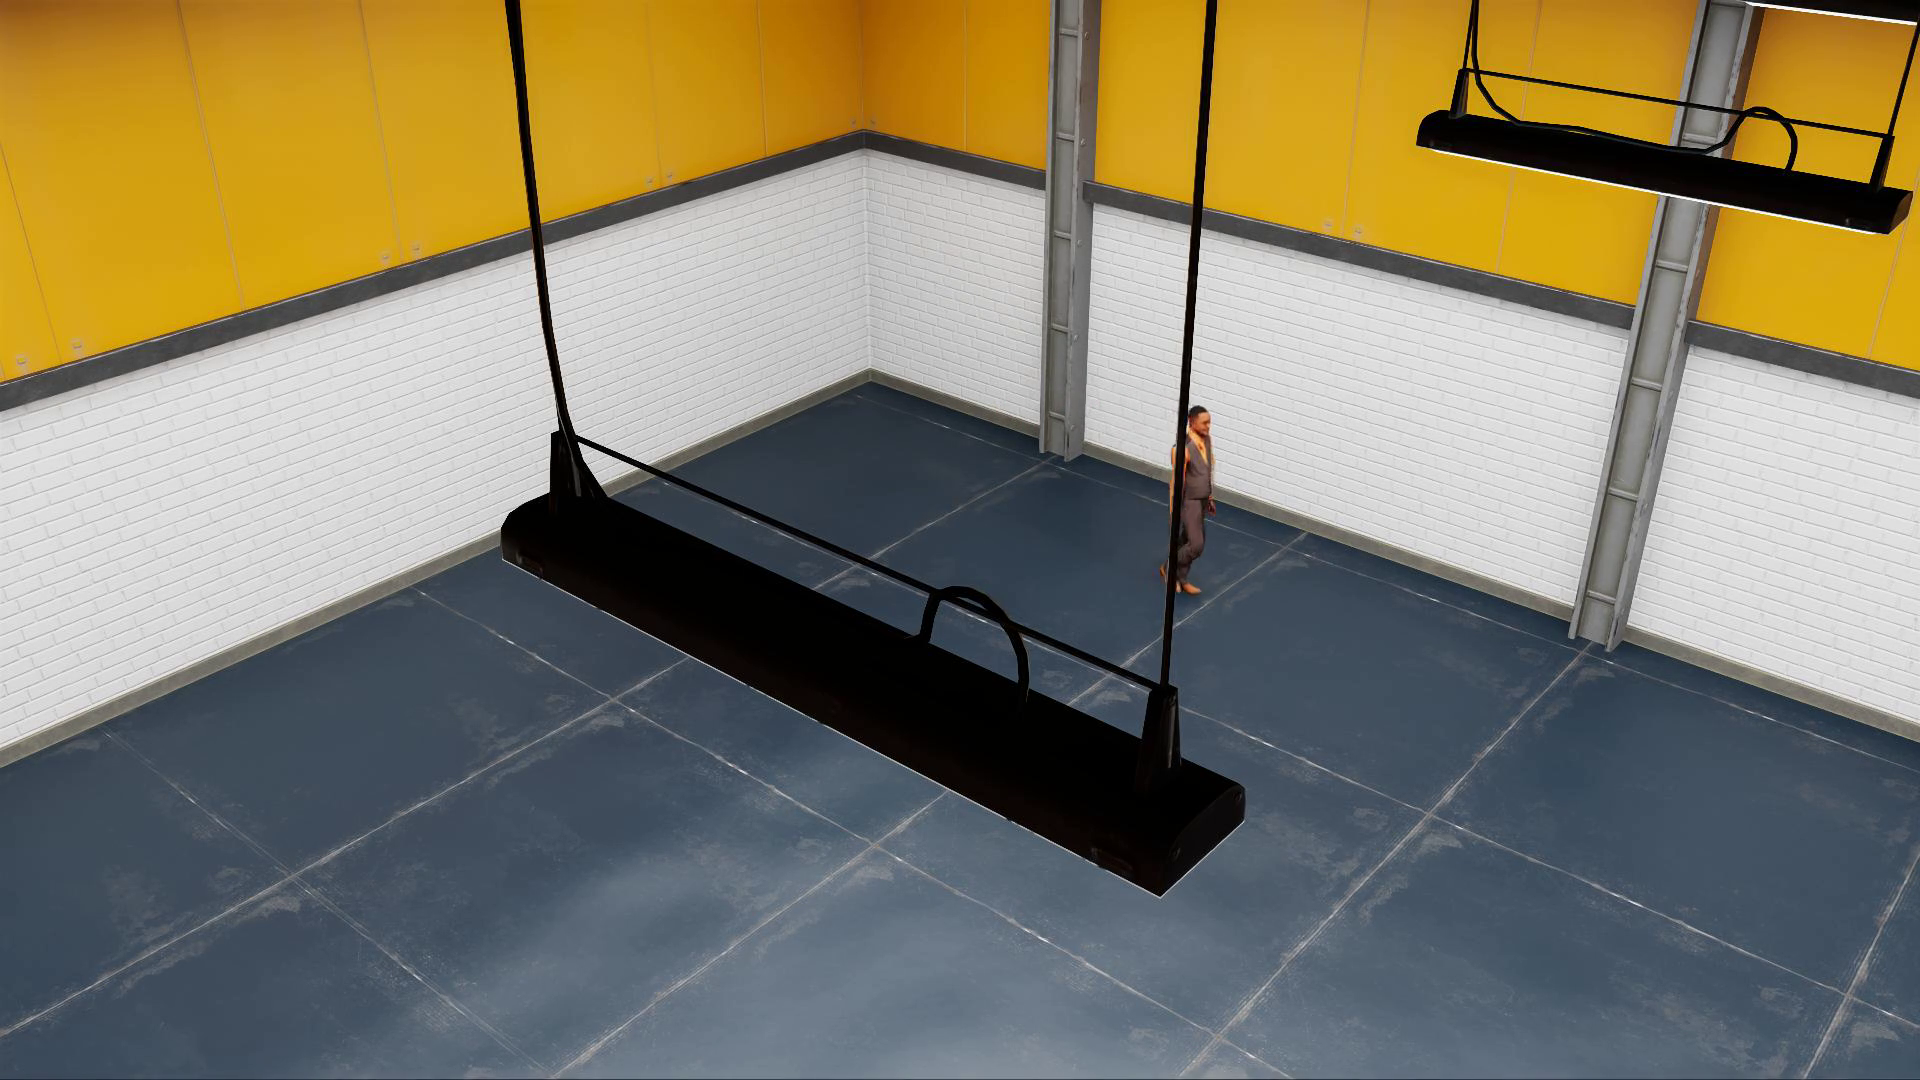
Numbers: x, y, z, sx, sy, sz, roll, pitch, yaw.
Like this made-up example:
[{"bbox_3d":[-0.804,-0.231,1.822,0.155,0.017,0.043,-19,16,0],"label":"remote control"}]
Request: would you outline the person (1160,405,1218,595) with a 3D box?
[{"bbox_3d":[2.038,-0.384,15.273,0.713,1.896,0.697,20,35,33],"label":"person"}]
